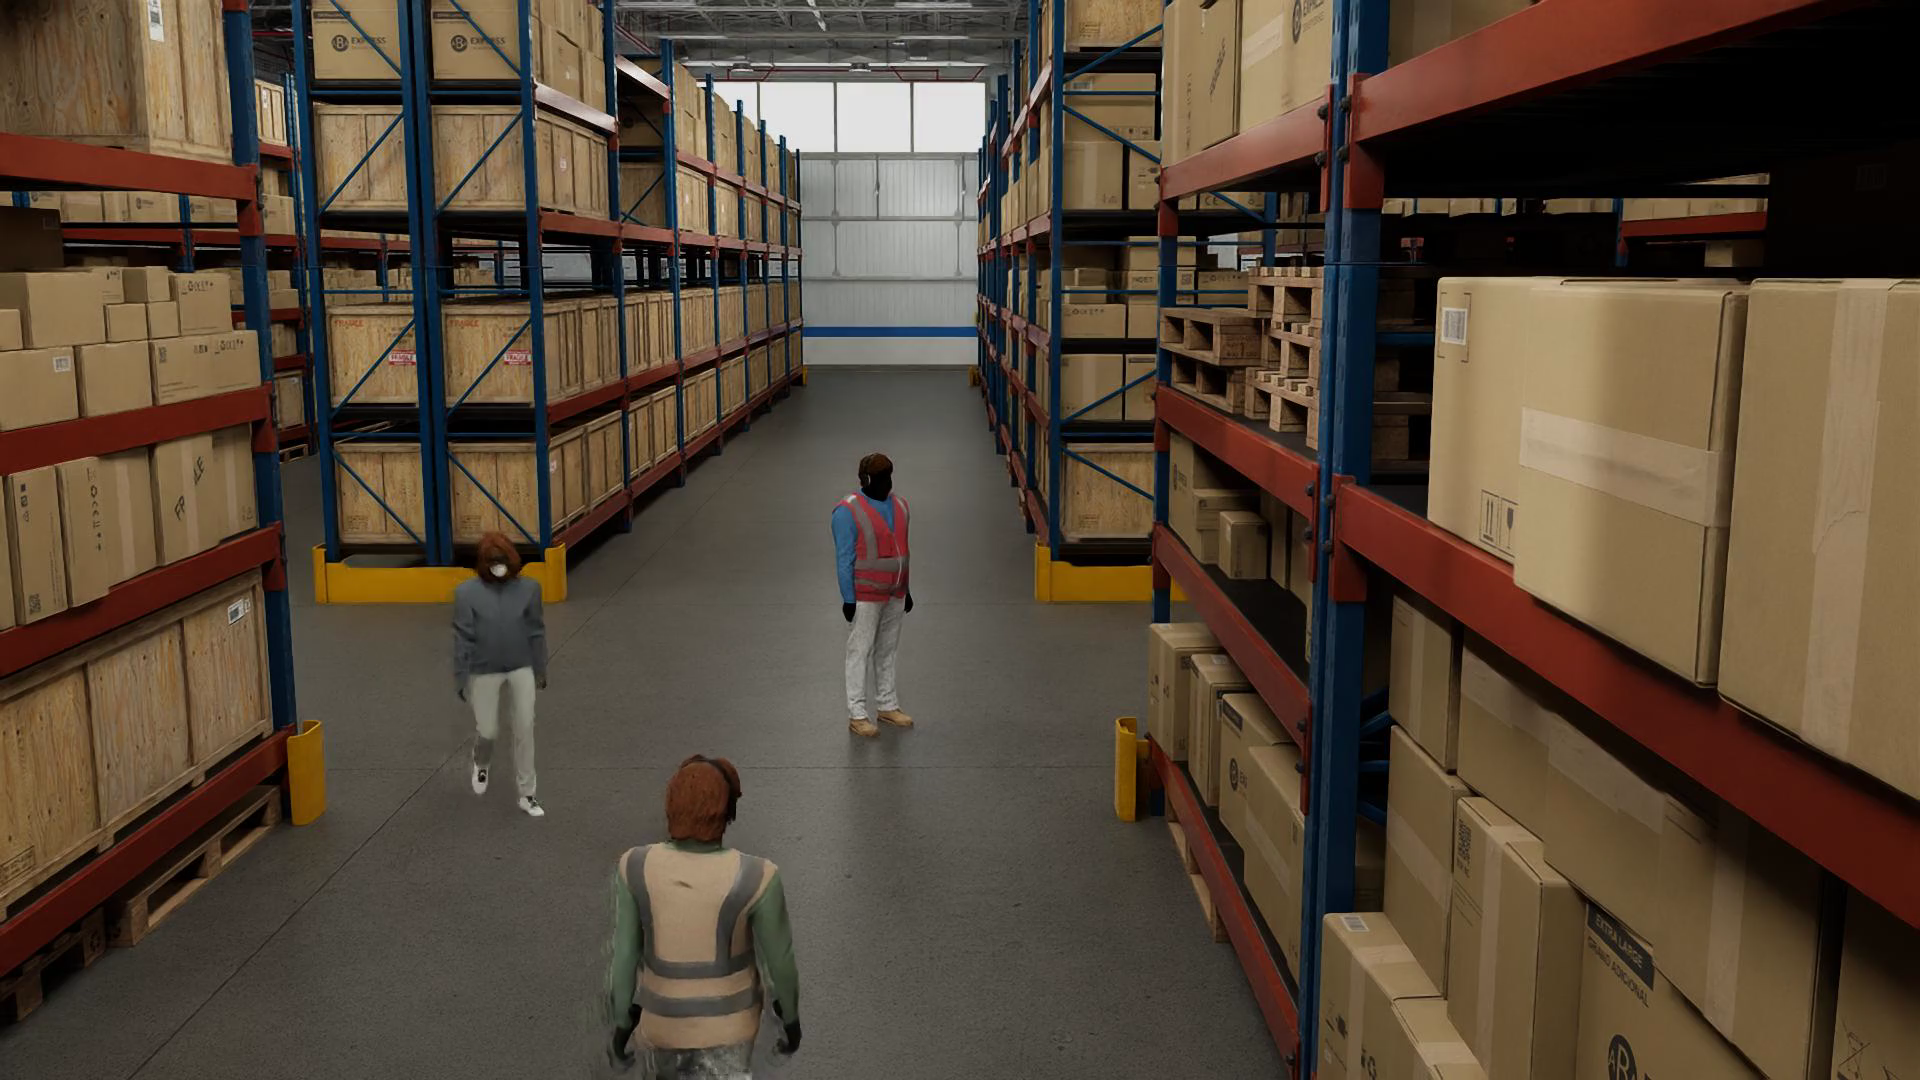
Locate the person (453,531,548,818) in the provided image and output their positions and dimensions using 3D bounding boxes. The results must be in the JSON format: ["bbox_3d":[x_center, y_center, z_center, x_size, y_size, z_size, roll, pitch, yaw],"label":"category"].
[{"bbox_3d":[-2.563,0.726,9.265,0.546,1.612,0.485,-5,11,-29],"label":"person"}]

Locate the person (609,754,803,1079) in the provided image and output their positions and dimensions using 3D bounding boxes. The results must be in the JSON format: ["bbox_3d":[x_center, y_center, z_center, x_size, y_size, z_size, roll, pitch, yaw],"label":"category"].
[{"bbox_3d":[-0.727,1.420,5.002,0.546,1.607,0.744,2,10,14],"label":"person"}]

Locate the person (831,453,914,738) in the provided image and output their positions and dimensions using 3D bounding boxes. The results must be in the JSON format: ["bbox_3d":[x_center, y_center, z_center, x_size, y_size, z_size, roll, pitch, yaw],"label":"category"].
[{"bbox_3d":[-0.539,0.349,10.893,0.429,1.844,0.625,8,12,41],"label":"person"}]
